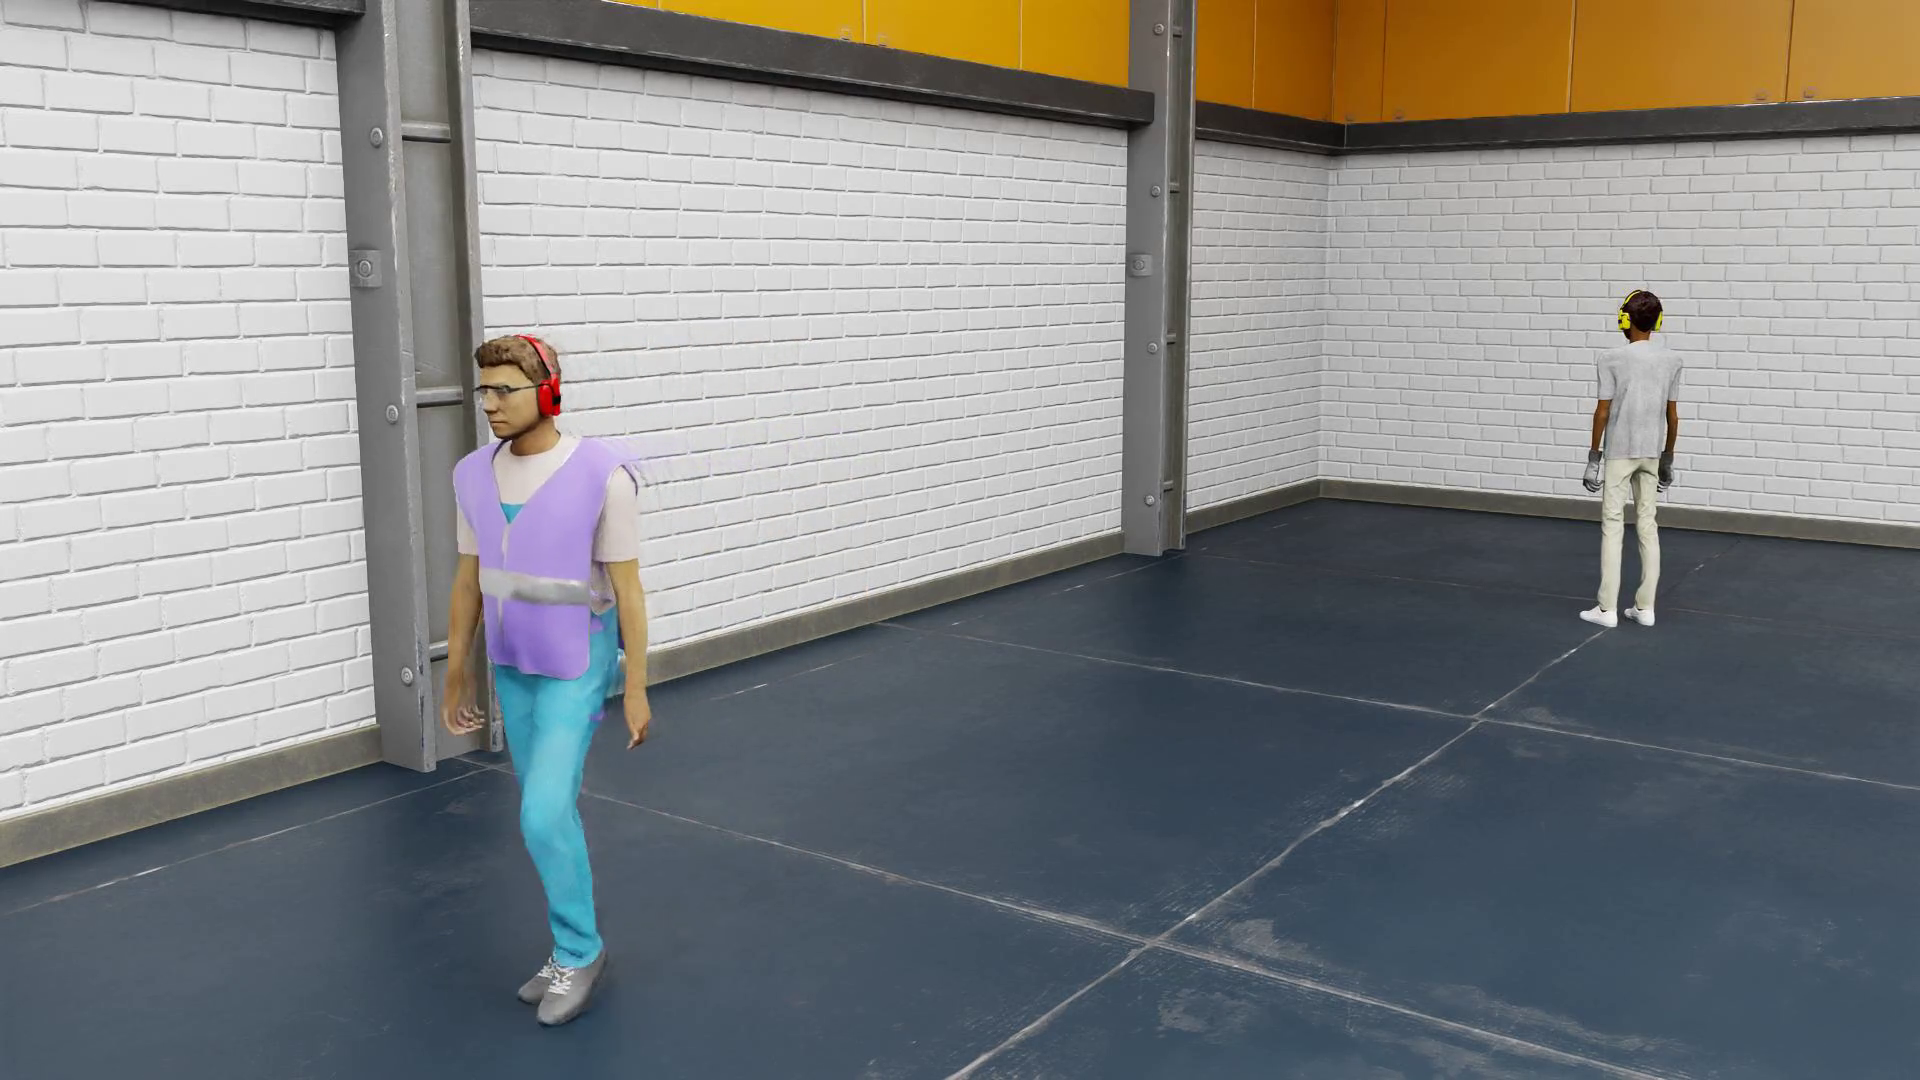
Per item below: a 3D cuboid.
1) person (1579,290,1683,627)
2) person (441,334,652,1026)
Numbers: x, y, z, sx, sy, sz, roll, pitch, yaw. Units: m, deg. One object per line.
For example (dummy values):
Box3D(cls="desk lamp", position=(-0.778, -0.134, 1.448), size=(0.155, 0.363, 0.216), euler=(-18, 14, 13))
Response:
Box3D(cls="person", position=(3.716, -0.441, 9.220), size=(0.511, 1.861, 0.319), euler=(-2, 10, -9))
Box3D(cls="person", position=(-1.133, 0.375, 4.420), size=(0.606, 1.825, 0.551), euler=(5, 11, 29))
